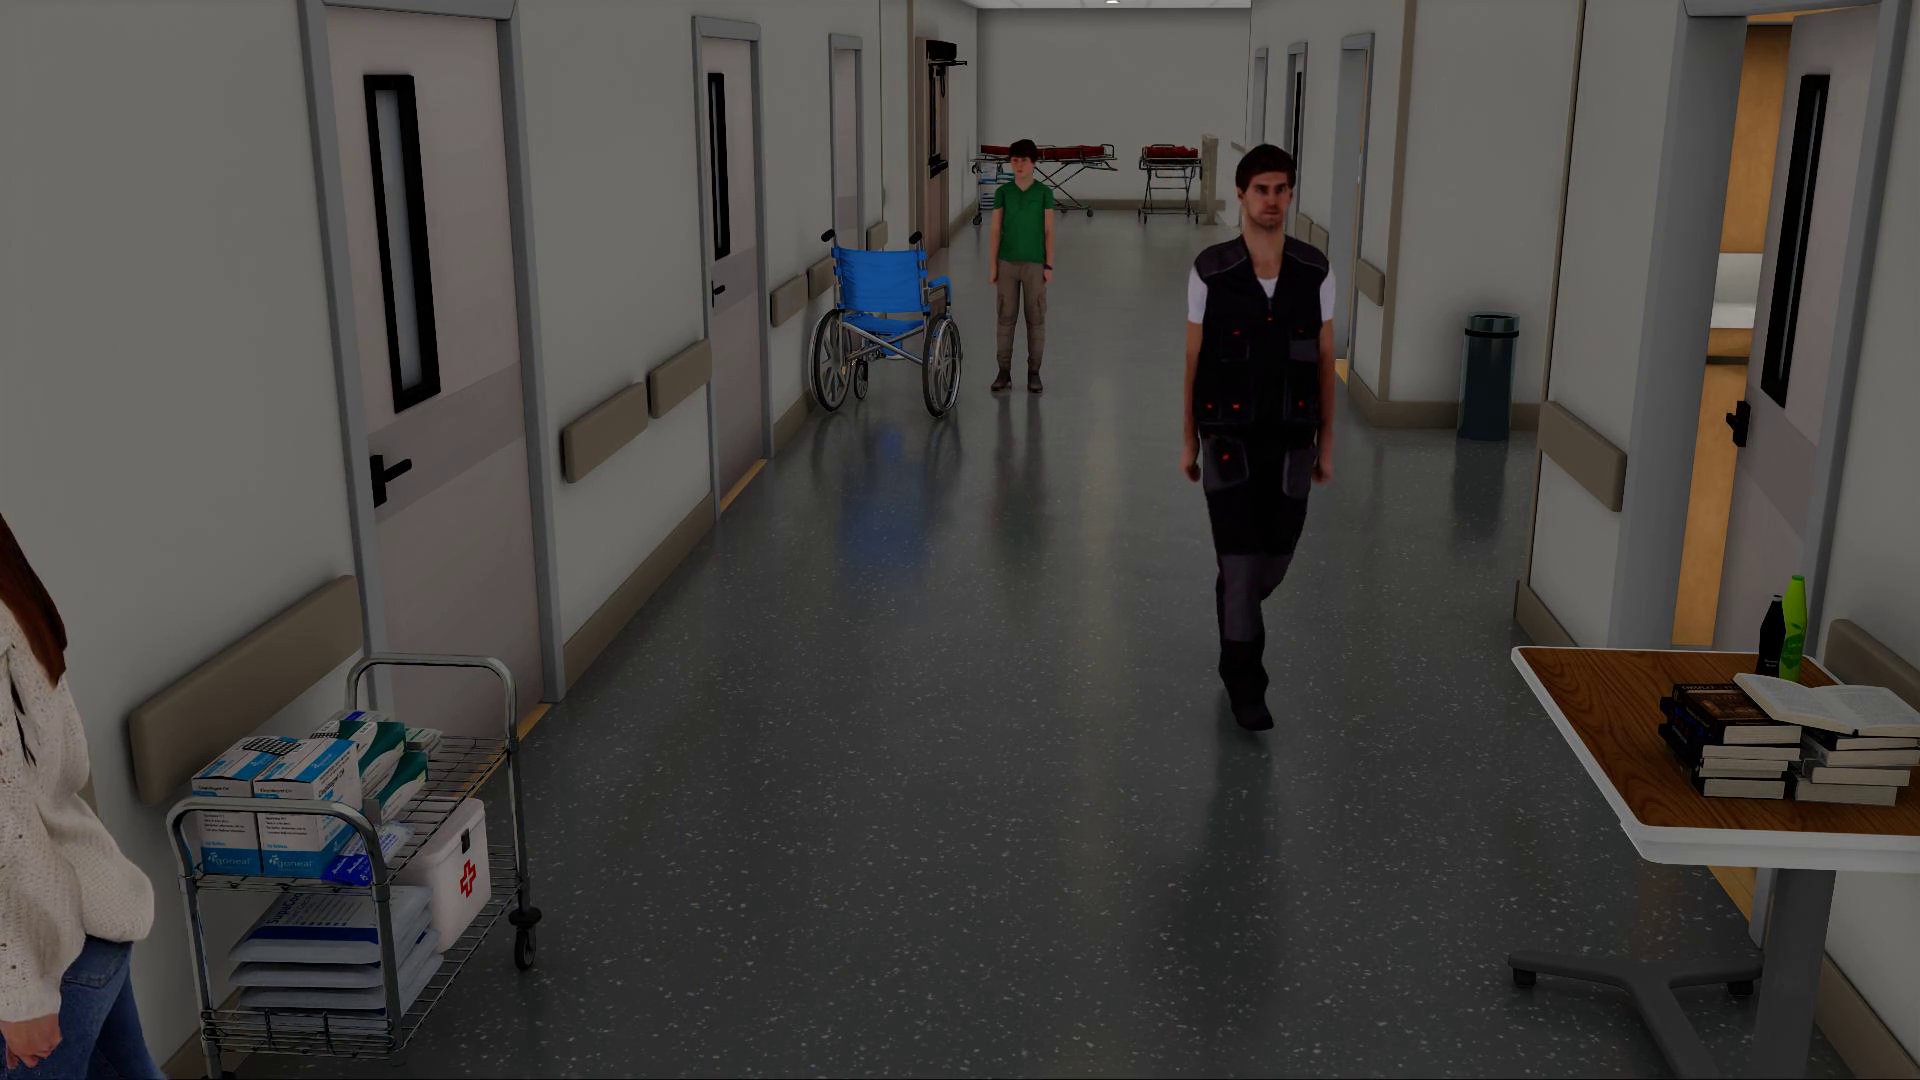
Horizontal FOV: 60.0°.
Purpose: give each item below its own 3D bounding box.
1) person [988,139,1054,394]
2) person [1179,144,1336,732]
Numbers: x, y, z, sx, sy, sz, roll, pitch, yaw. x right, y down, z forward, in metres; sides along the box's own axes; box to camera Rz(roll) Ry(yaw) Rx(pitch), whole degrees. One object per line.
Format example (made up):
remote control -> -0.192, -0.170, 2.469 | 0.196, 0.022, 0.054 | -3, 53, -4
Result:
person -> 0.411, -1.821, 11.041 | 0.574, 1.651, 0.519 | 2, 16, 7
person -> 0.961, -0.346, 5.495 | 0.775, 1.822, 1.161 | -1, 16, -5
